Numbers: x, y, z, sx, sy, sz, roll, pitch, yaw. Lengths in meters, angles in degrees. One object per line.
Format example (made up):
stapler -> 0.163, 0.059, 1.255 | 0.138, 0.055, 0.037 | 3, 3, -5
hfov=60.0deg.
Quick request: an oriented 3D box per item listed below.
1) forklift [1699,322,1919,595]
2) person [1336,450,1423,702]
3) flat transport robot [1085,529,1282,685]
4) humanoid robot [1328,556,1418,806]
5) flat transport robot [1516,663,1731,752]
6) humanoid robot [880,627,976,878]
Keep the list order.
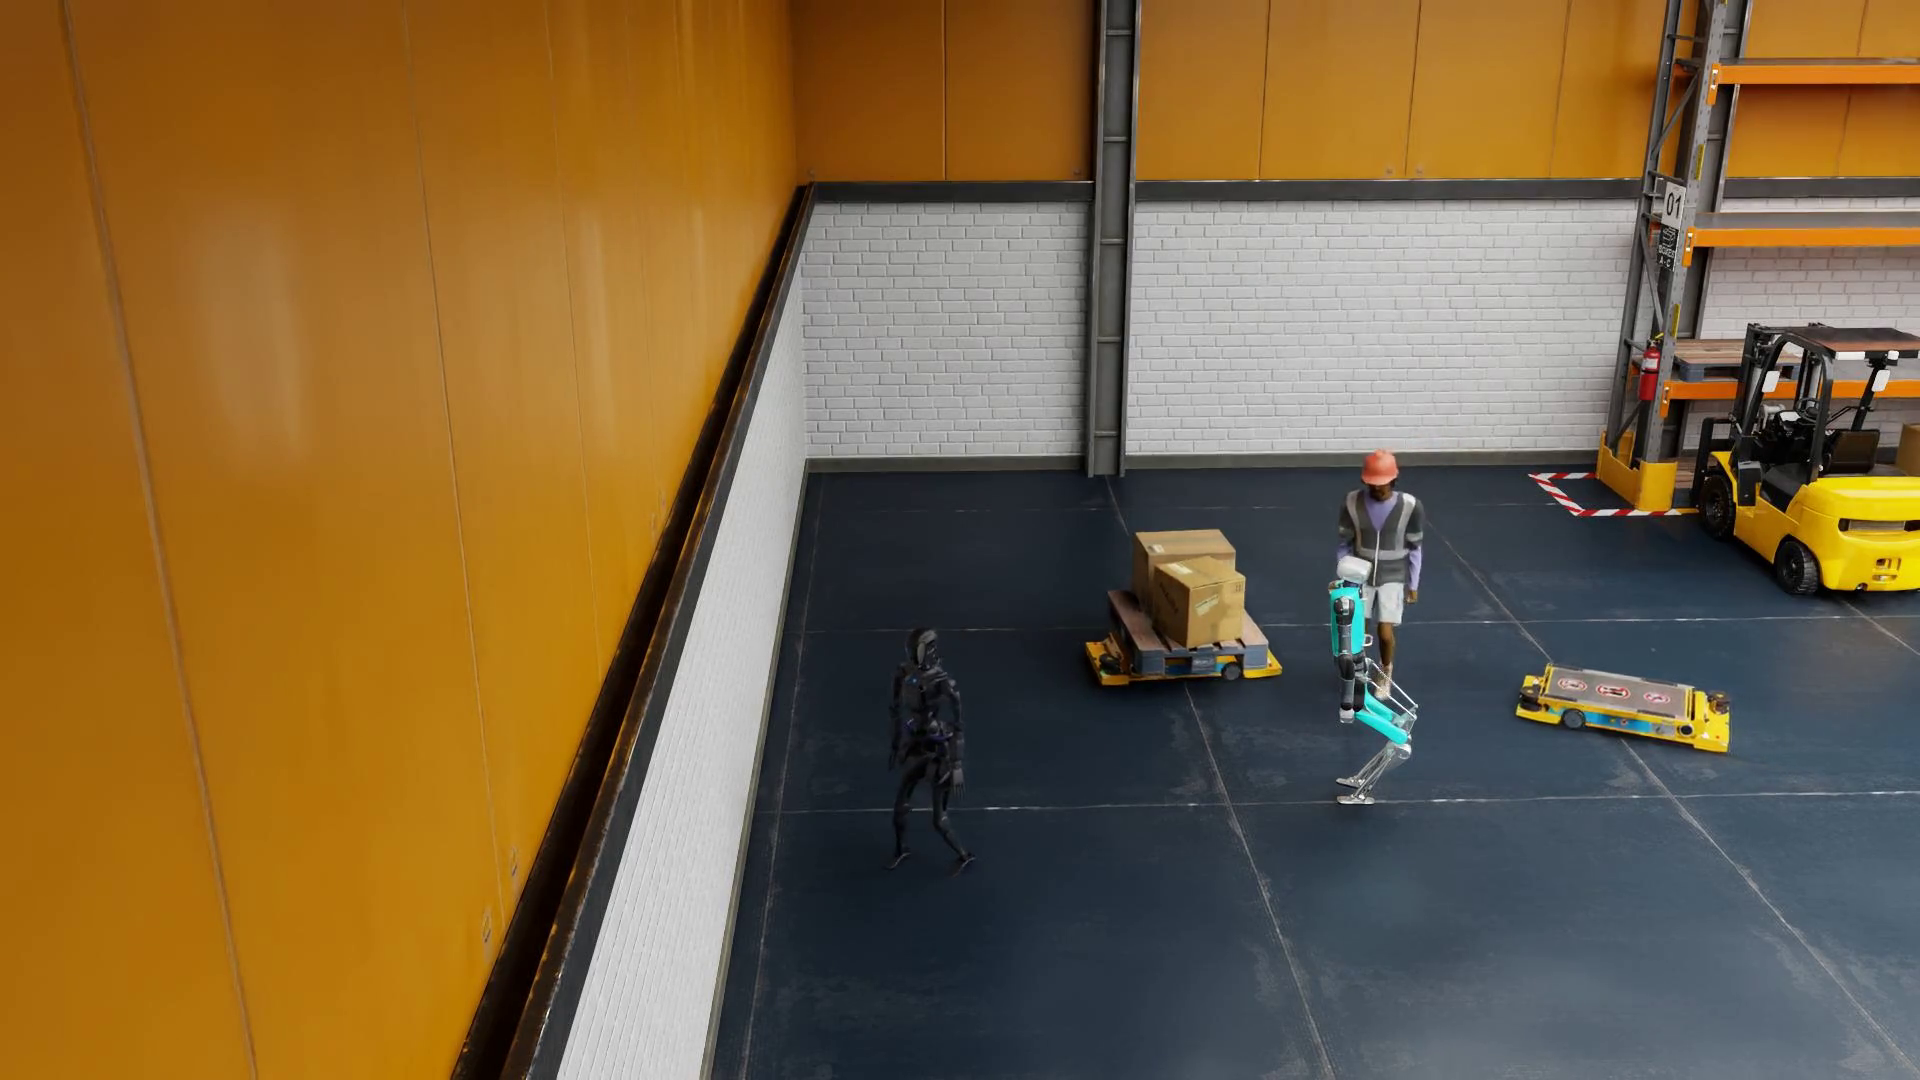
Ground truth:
forklift -> 7.809, -0.792, 14.926 | 1.214, 2.155, 2.313 | -1, 20, -2
person -> 3.080, 0.273, 12.323 | 0.617, 2.005, 0.586 | 9, 22, 24
flat transport robot -> 1.754, 0.895, 13.126 | 1.431, 0.231, 0.659 | -3, 20, -7
humanoid robot -> 2.701, 0.930, 10.719 | 0.735, 1.677, 0.533 | 6, 21, 15
flat transport robot -> 4.879, 1.223, 12.238 | 1.431, 0.231, 0.659 | 9, 22, 22
humanoid robot -> -0.173, 1.273, 10.091 | 0.601, 1.640, 0.415 | 15, 25, 36
